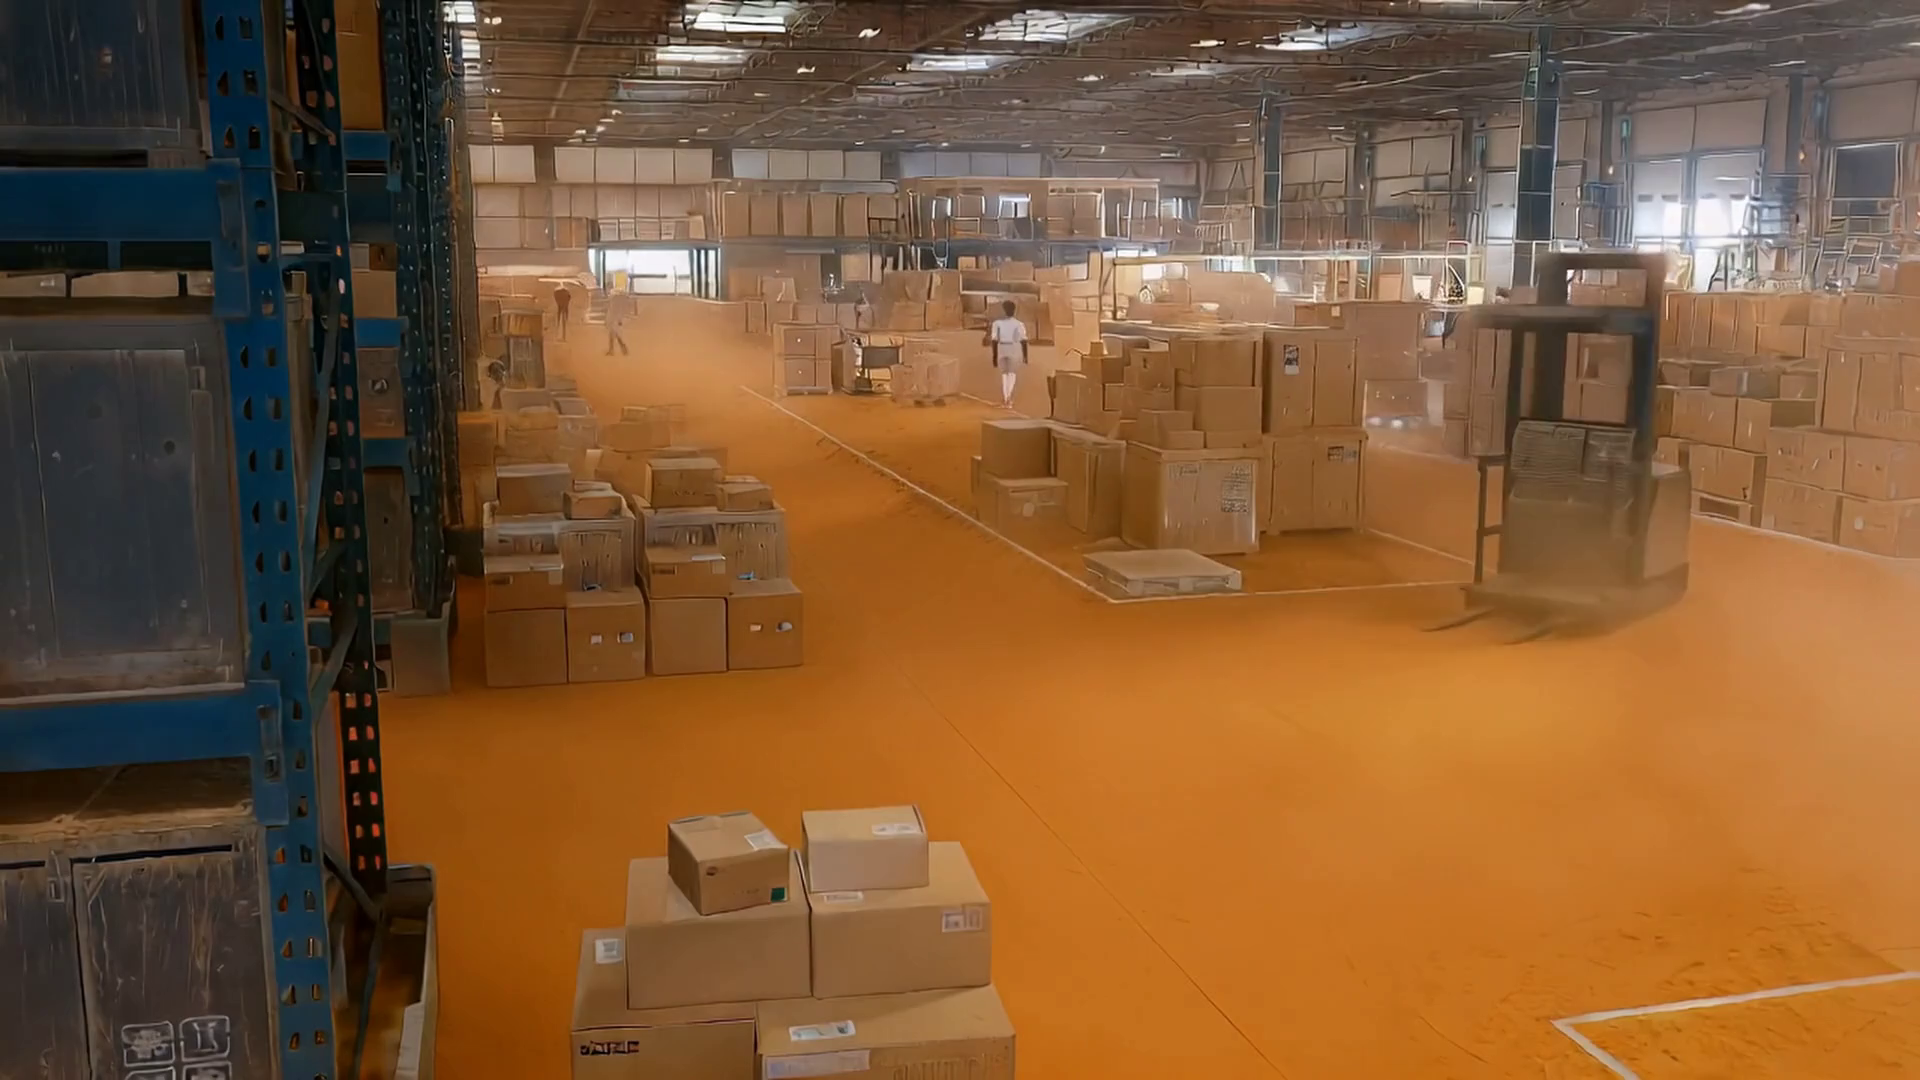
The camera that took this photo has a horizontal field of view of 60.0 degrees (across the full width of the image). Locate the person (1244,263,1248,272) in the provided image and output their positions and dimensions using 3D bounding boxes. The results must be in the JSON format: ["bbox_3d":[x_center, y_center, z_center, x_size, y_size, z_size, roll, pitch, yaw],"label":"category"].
[{"bbox_3d":[16.289,-14.790,94.618,0.646,1.938,1.068,0,10,1],"label":"person"}]

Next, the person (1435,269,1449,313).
[{"bbox_3d":[20.993,-10.836,72.374,0.540,1.881,0.982,7,12,33],"label":"person"}]

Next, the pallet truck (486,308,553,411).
[{"bbox_3d":[-6.242,-2.418,24.362,0.823,1.965,1.885,1,10,3],"label":"pallet truck"}]

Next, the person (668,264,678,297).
[{"bbox_3d":[-16.319,-14.765,94.591,0.573,1.887,0.355,-2,10,-11],"label":"person"}]

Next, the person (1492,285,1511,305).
[{"bbox_3d":[14.612,-5.953,44.873,0.552,1.823,0.422,5,11,25],"label":"person"}]

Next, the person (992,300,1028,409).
[{"bbox_3d":[0.869,-3.287,29.509,0.608,1.929,0.970,3,10,17],"label":"person"}]

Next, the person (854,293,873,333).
[{"bbox_3d":[-2.471,-5.522,42.819,0.530,1.689,0.321,-6,12,-31],"label":"person"}]

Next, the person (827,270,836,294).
[{"bbox_3d":[-4.421,-8.293,57.488,0.356,2.047,0.615,0,10,2],"label":"person"}]

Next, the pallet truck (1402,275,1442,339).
[{"bbox_3d":[14.620,-7.324,52.145,0.823,1.965,1.885,8,13,40],"label":"pallet truck"}]

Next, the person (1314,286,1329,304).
[{"bbox_3d":[10.640,-6.638,49.111,0.318,1.696,0.532,-8,13,-38],"label":"person"}]

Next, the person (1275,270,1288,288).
[{"bbox_3d":[12.988,-9.946,67.194,0.651,1.928,0.472,-7,12,-36],"label":"person"}]

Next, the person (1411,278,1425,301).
[{"bbox_3d":[14.897,-7.595,54.128,0.429,1.840,0.634,2,10,9],"label":"person"}]

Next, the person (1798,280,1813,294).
[{"bbox_3d":[24.107,-6.497,47.750,0.742,1.914,0.556,-2,10,-10],"label":"person"}]

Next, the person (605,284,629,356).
[{"bbox_3d":[-8.999,-5.750,43.534,0.906,1.906,0.548,7,12,36],"label":"person"}]

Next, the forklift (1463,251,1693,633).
[{"bbox_3d":[4.952,-0.855,13.015,1.129,2.768,1.873,9,13,41],"label":"forklift"}]

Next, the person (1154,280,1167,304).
[{"bbox_3d":[6.710,-7.740,55.230,0.533,1.749,0.670,-5,11,-28],"label":"person"}]

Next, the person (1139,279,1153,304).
[{"bbox_3d":[5.384,-6.630,48.457,0.400,1.919,0.582,-7,12,-33],"label":"person"}]

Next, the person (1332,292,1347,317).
[{"bbox_3d":[7.928,-4.201,34.681,0.392,1.921,0.591,-4,11,-22],"label":"person"}]

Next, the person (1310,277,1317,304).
[{"bbox_3d":[12.953,-8.768,61.048,0.309,1.741,0.493,0,10,-1],"label":"person"}]

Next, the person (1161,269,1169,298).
[{"bbox_3d":[8.416,-10.168,68.446,0.367,1.926,0.594,5,11,24],"label":"person"}]

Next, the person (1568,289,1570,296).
[{"bbox_3d":[15.144,-5.369,41.346,0.974,1.892,0.662,1,10,8],"label":"person"}]

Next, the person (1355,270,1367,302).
[{"bbox_3d":[16.627,-10.234,68.904,0.645,1.893,0.993,6,12,29],"label":"person"}]

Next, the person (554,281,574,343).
[{"bbox_3d":[-11.790,-6.786,49.528,0.551,1.839,0.802,-3,11,-18],"label":"person"}]
